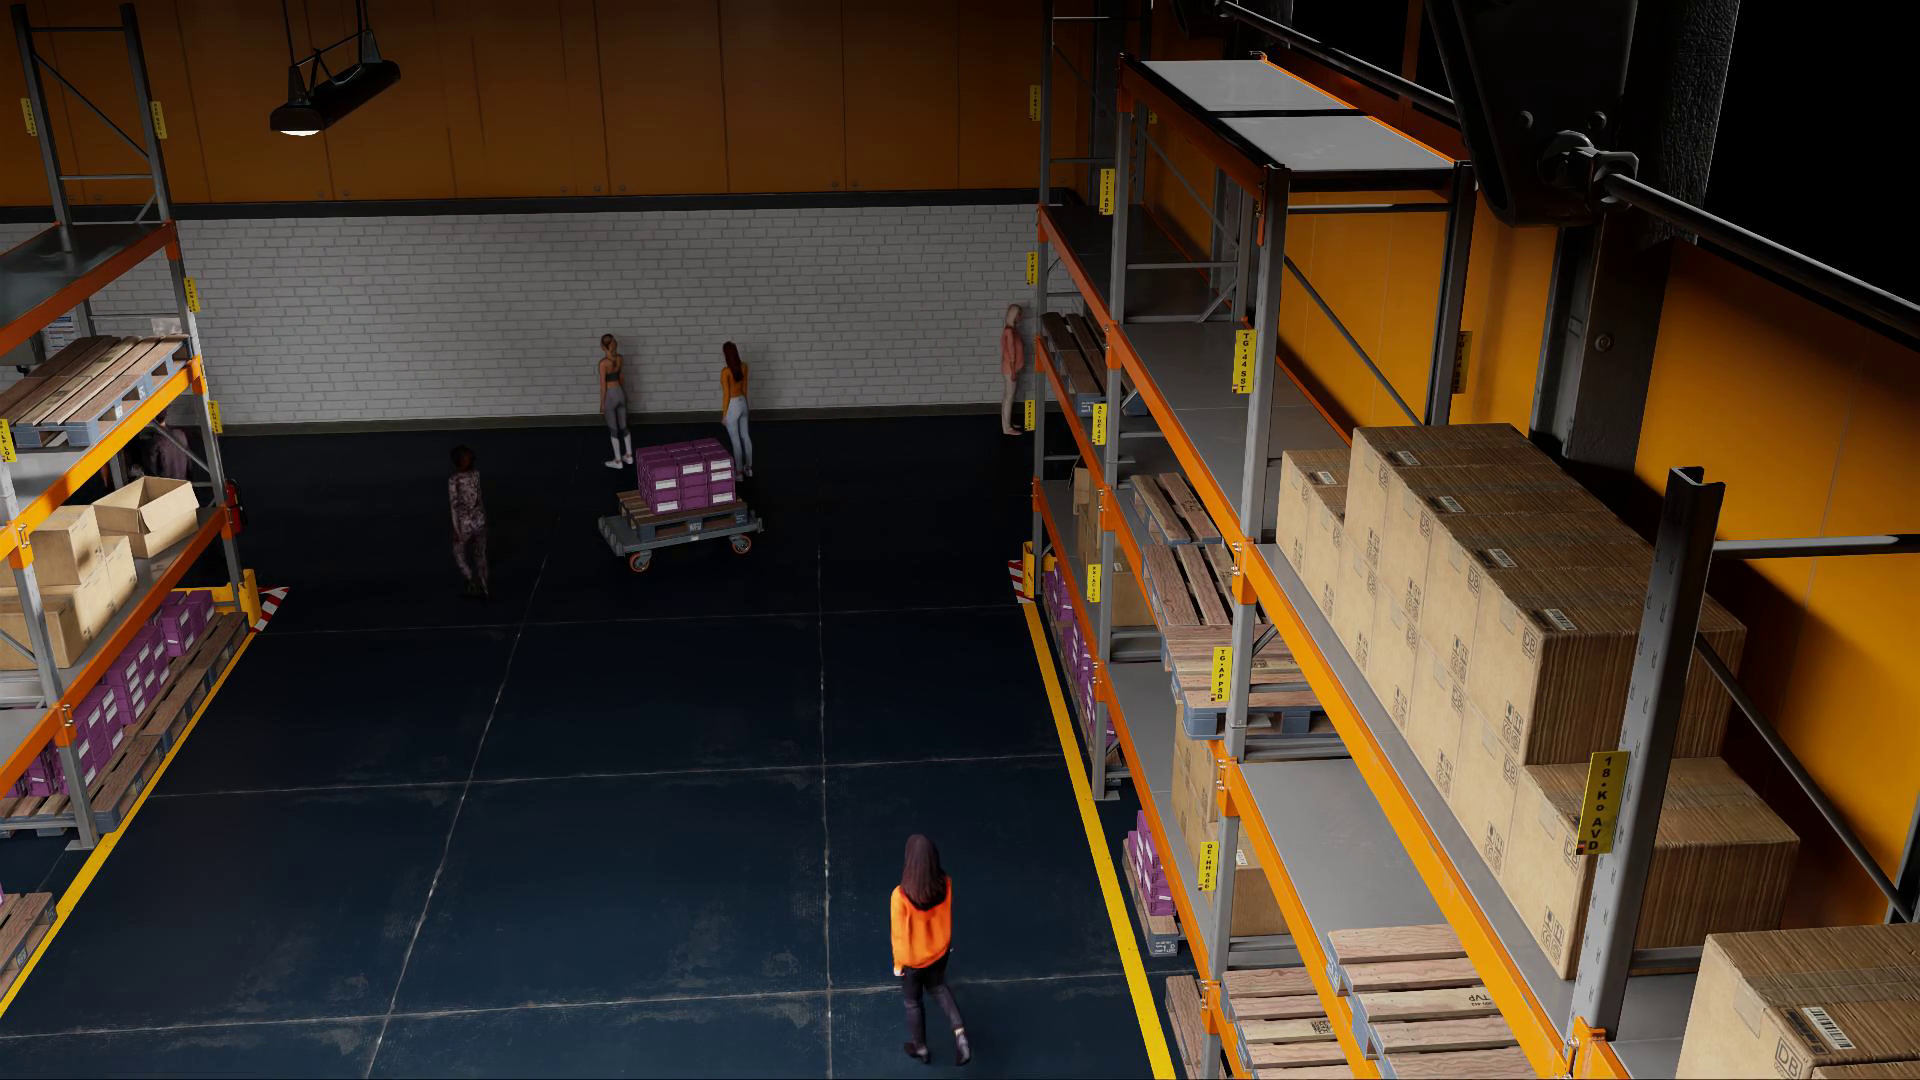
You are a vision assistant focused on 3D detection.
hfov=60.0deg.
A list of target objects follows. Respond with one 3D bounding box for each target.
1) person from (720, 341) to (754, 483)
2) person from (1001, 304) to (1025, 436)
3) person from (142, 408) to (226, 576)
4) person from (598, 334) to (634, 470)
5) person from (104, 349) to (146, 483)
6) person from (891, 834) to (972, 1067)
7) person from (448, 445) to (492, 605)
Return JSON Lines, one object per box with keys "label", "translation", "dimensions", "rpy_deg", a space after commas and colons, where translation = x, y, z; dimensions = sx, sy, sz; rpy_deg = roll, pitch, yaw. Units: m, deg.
{"label": "person", "translation": [-2.709, -1.570, 20.168], "dimensions": [0.723, 1.749, 0.655], "rpy_deg": [17, 29, 33]}
{"label": "person", "translation": [0.665, -2.246, 21.746], "dimensions": [0.685, 1.724, 0.499], "rpy_deg": [1, 24, 2]}
{"label": "person", "translation": [-8.238, -0.500, 17.530], "dimensions": [1.037, 1.901, 1.243], "rpy_deg": [5, 24, 12]}
{"label": "person", "translation": [-4.279, -1.726, 20.585], "dimensions": [0.709, 1.702, 0.632], "rpy_deg": [15, 28, 31]}
{"label": "person", "translation": [-10.115, -1.540, 20.157], "dimensions": [0.656, 1.703, 0.726], "rpy_deg": [20, 31, 38]}
{"label": "person", "translation": [-0.177, 2.659, 10.513], "dimensions": [0.877, 1.733, 0.972], "rpy_deg": [-18, 30, -36]}
{"label": "person", "translation": [-4.928, -0.132, 16.934], "dimensions": [0.768, 1.704, 0.709], "rpy_deg": [19, 30, 37]}
